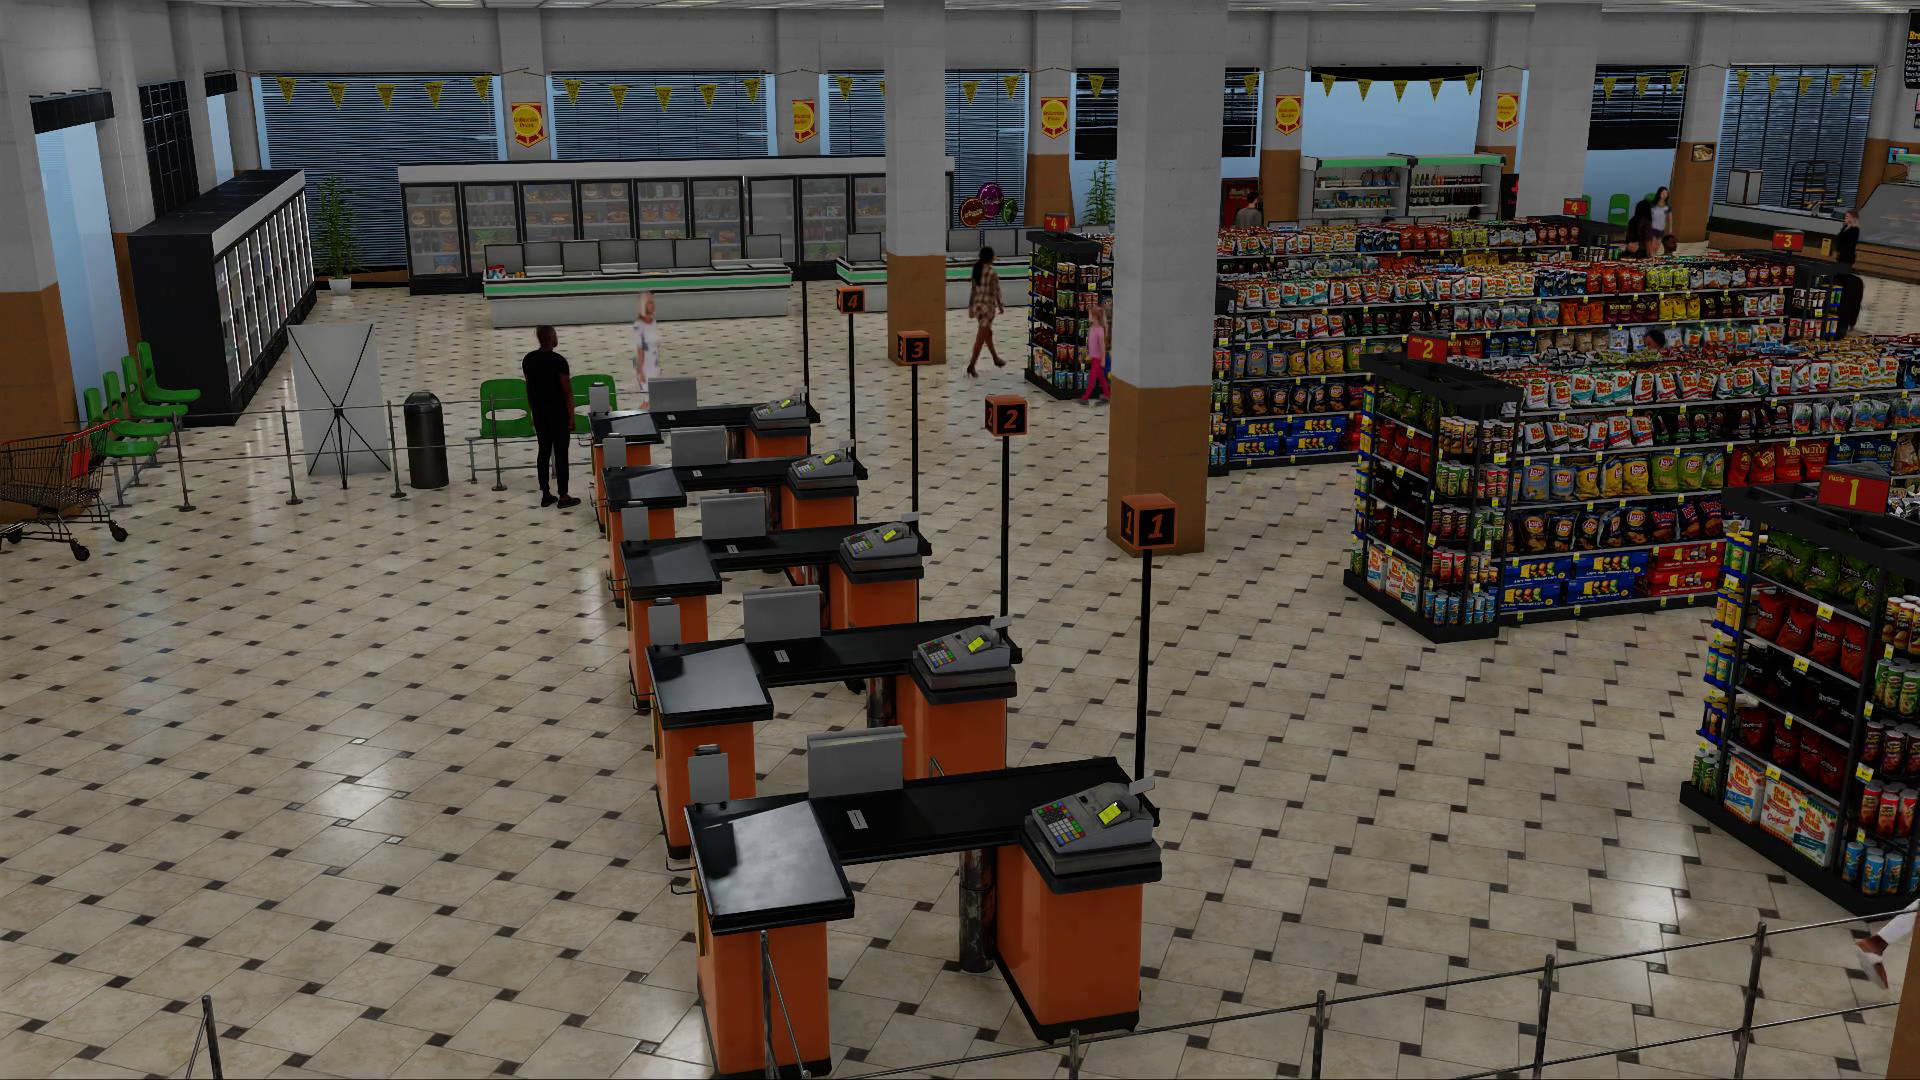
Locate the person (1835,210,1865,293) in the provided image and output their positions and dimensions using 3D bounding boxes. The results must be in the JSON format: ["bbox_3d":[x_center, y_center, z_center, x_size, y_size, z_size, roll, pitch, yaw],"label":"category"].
[{"bbox_3d":[15.186,-4.758,28.354,0.987,1.671,0.760,0,17,1],"label":"person"}]

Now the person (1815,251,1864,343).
[{"bbox_3d":[11.438,-2.835,21.766,1.152,1.819,1.096,4,17,13],"label":"person"}]

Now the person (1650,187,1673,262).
[{"bbox_3d":[13.679,-6.078,32.727,1.121,1.655,0.893,0,17,1],"label":"person"}]

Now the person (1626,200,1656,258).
[{"bbox_3d":[11.610,-4.892,28.500,0.649,1.841,0.683,-8,19,-25],"label":"person"}]

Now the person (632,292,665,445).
[{"bbox_3d":[-3.650,-1.963,19.033,0.890,1.738,0.801,7,18,21],"label":"person"}]

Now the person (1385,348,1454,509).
[{"bbox_3d":[4.386,-1.011,16.005,0.978,1.675,0.713,2,17,5],"label":"person"}]

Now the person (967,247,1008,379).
[{"bbox_3d":[0.279,-3.047,22.593,0.926,1.744,1.132,16,23,41],"label":"person"}]

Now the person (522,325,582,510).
[{"bbox_3d":[-4.052,-1.225,16.464,0.701,1.819,0.805,6,18,19],"label":"person"}]

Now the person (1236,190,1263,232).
[{"bbox_3d":[5.122,-5.240,29.526,0.767,1.911,0.786,-15,23,-41],"label":"person"}]

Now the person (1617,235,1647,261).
[{"bbox_3d":[10.051,-3.783,25.215,1.102,1.629,0.881,-2,17,-6],"label":"person"}]

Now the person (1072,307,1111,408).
[{"bbox_3d":[1.791,-2.310,21.014,0.810,1.251,0.507,-5,18,-17],"label":"person"}]

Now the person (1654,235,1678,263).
[{"bbox_3d":[10.085,-3.472,23.886,0.626,1.806,0.770,-14,22,-39],"label":"person"}]
